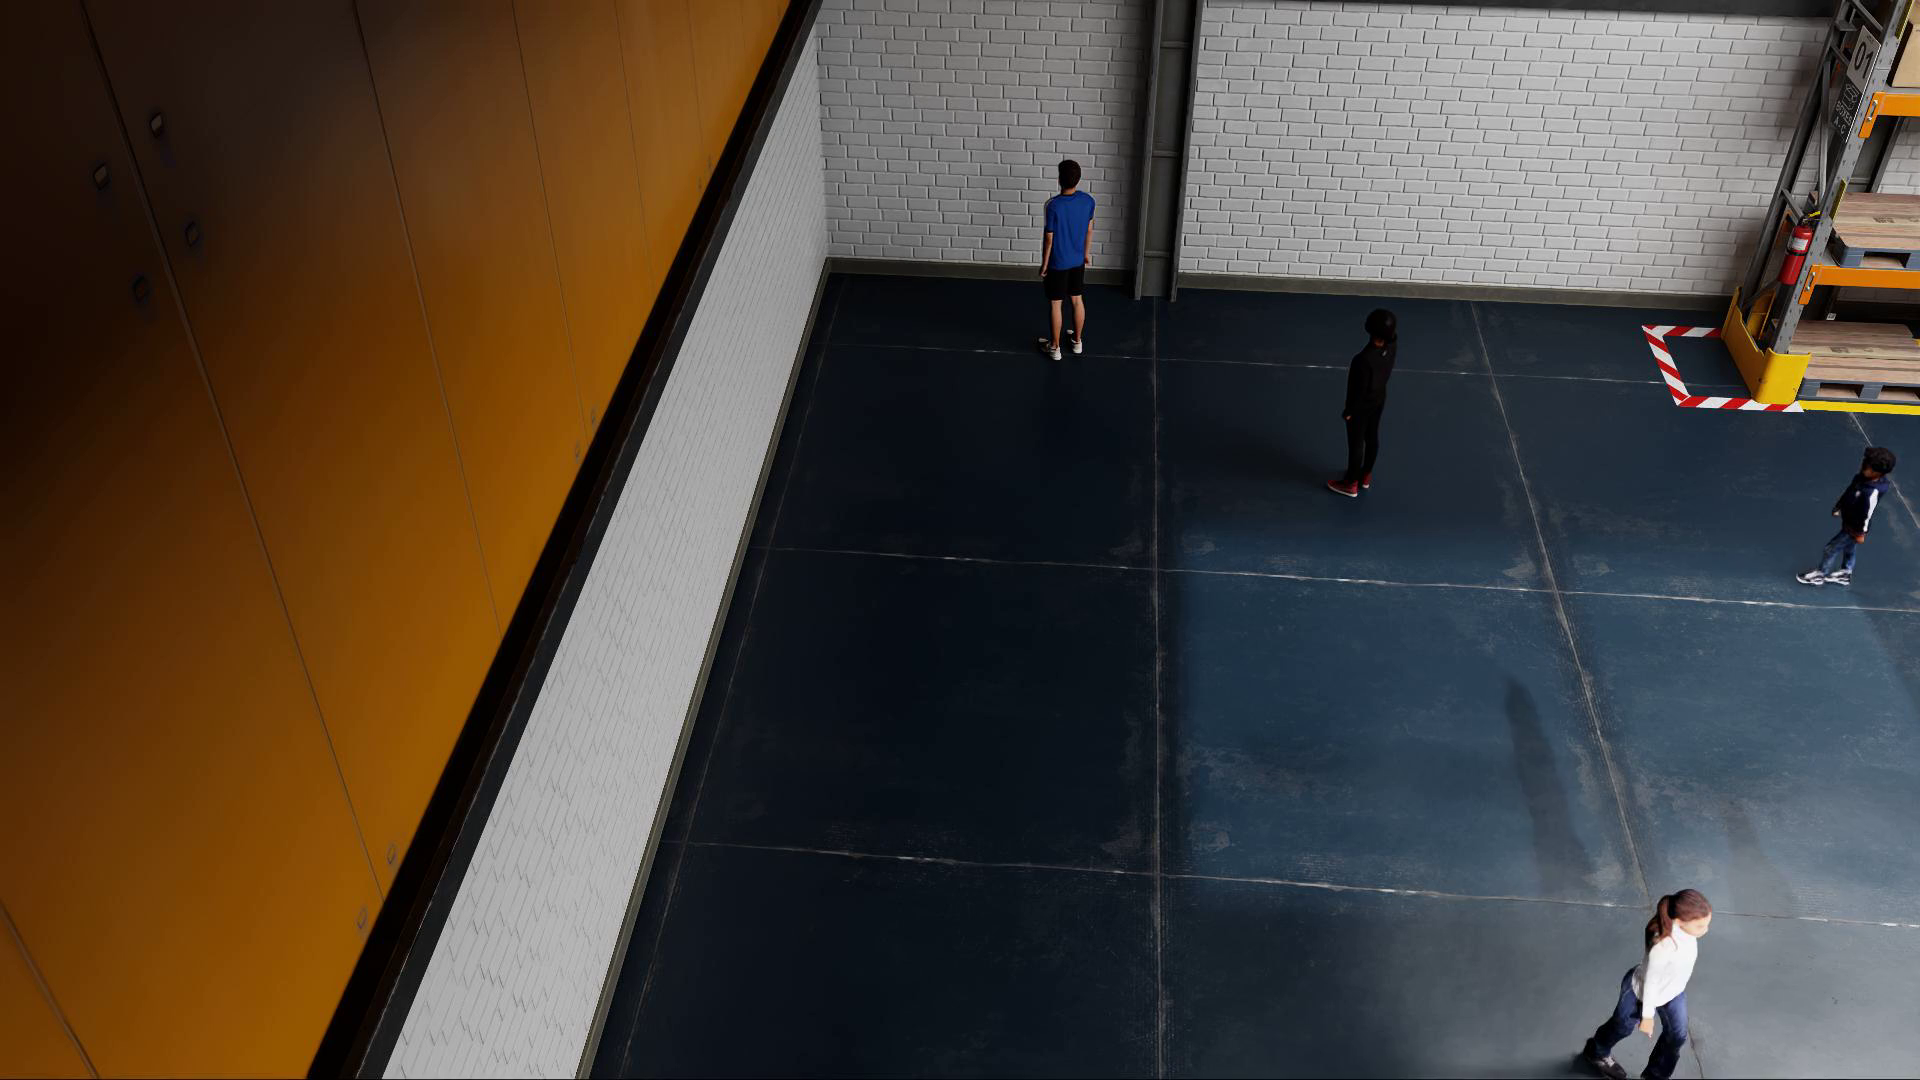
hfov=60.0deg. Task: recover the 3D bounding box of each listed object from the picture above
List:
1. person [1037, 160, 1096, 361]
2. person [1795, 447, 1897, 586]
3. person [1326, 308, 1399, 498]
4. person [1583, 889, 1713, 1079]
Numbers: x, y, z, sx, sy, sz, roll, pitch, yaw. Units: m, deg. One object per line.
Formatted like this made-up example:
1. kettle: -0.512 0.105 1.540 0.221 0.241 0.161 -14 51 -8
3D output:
1. person: 0.924 -2.468 14.587 0.702 1.866 0.811 -18 42 -21
2. person: 6.633 -0.146 12.206 0.660 1.210 0.591 9 40 11
3. person: 3.190 -1.082 13.006 0.679 1.674 0.739 -27 46 -30
4. person: 3.615 2.333 8.838 0.825 1.538 0.873 -25 45 -28
